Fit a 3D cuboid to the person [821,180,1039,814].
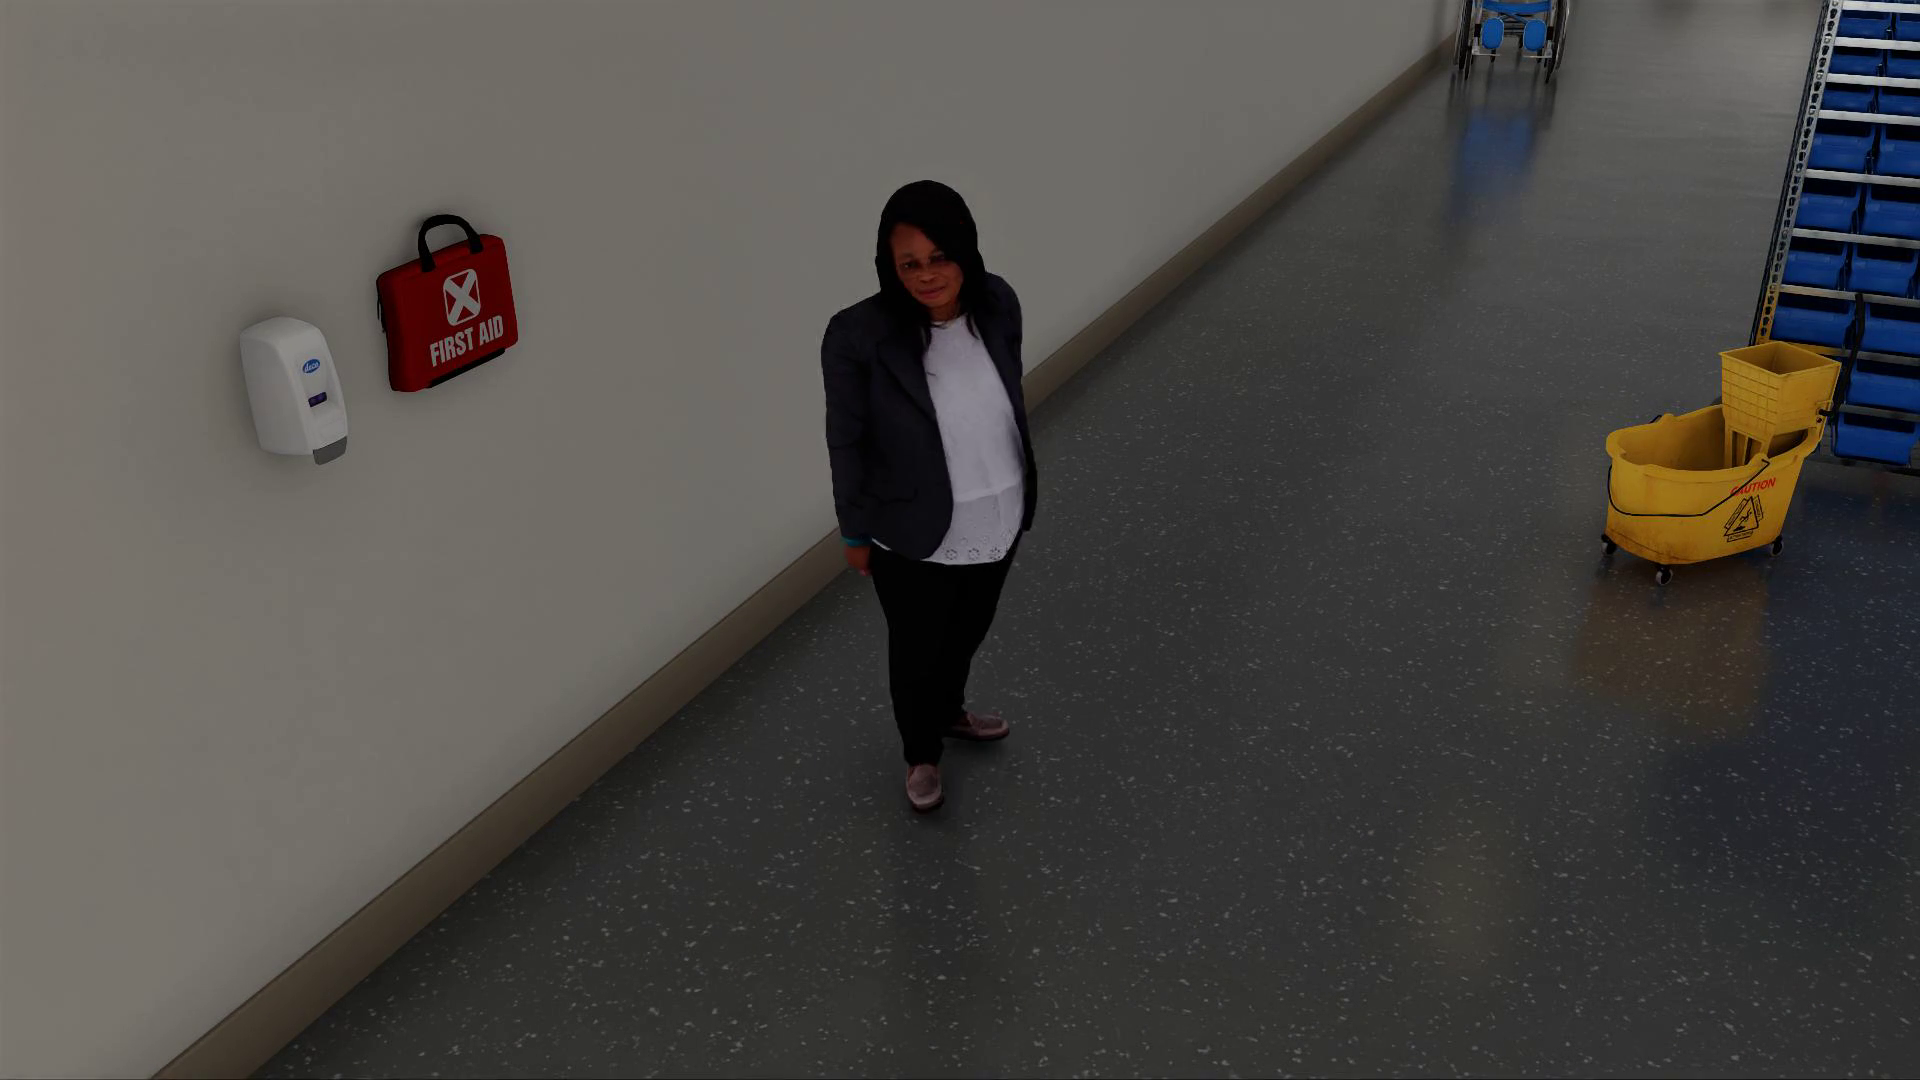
[{"bbox_3d":[-0.042,-0.090,4.020,0.899,1.586,0.863,21,33,37],"label":"person"}]
